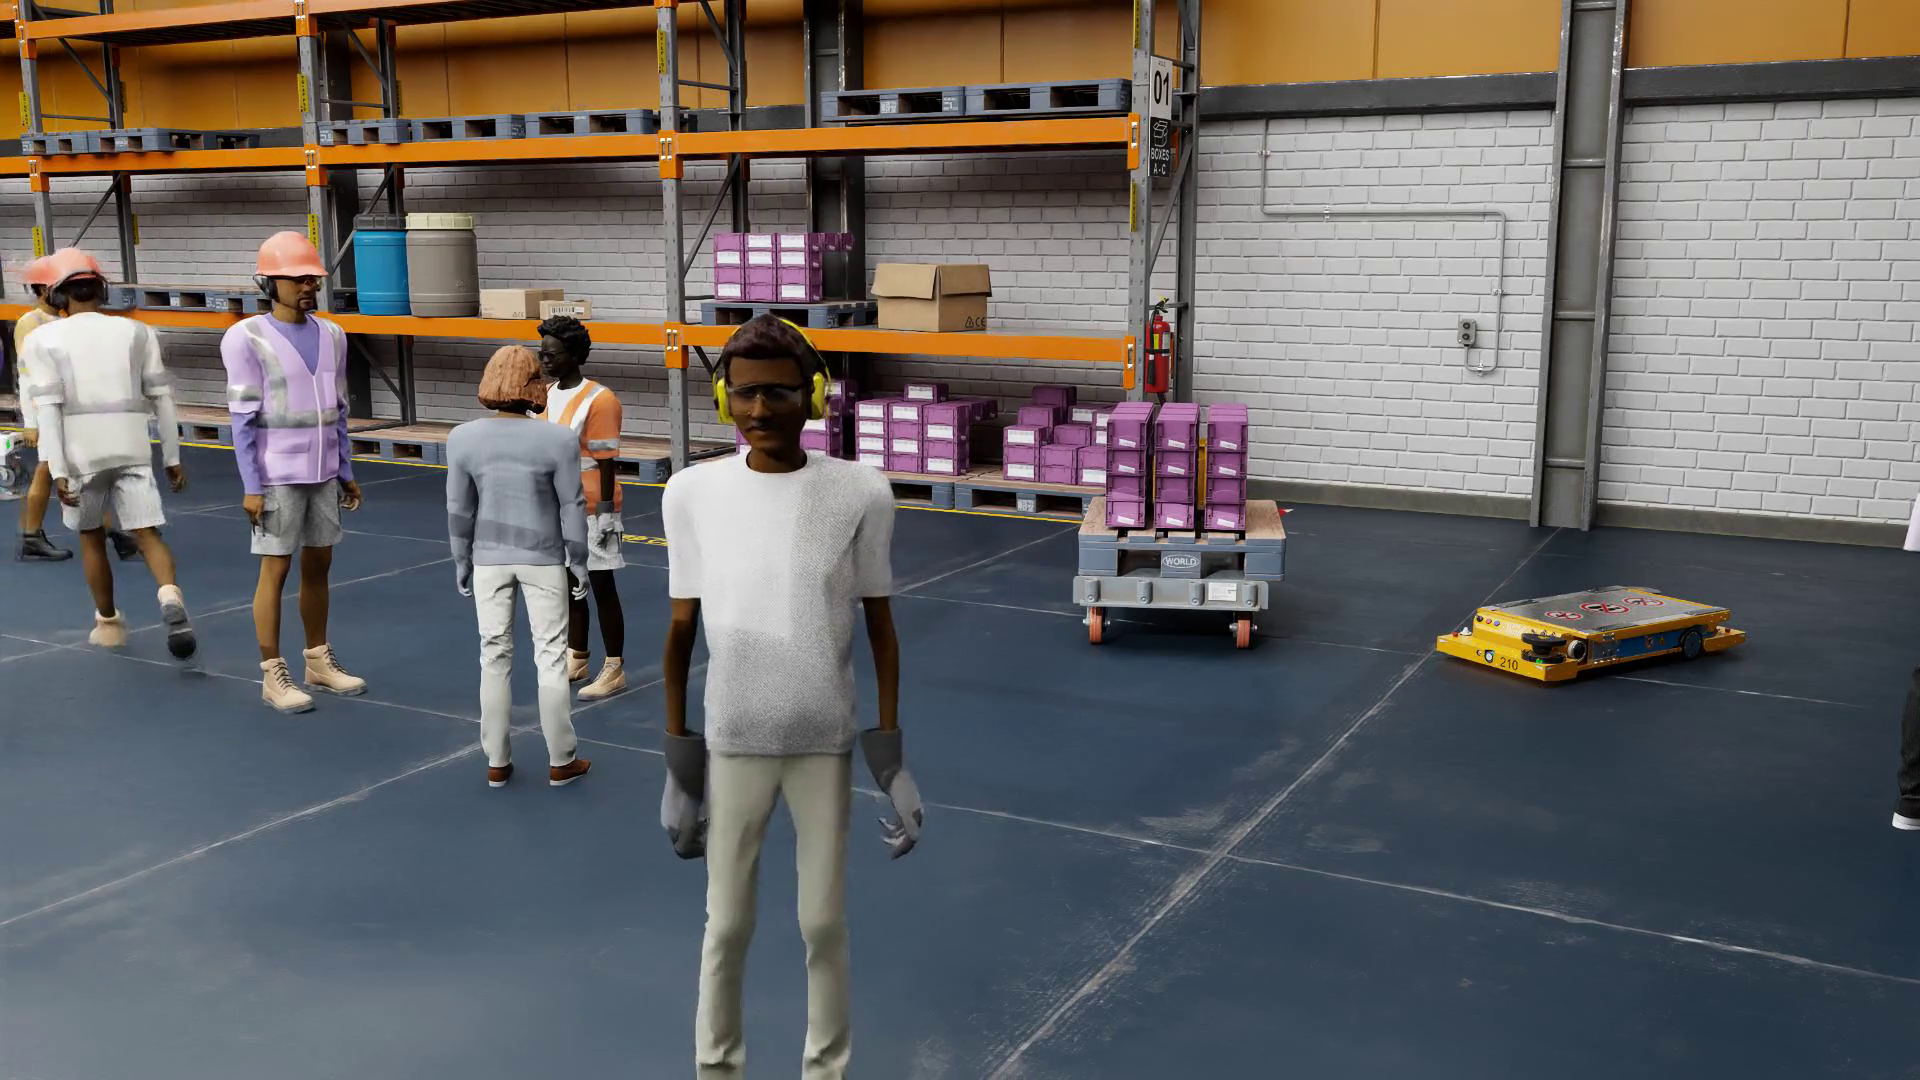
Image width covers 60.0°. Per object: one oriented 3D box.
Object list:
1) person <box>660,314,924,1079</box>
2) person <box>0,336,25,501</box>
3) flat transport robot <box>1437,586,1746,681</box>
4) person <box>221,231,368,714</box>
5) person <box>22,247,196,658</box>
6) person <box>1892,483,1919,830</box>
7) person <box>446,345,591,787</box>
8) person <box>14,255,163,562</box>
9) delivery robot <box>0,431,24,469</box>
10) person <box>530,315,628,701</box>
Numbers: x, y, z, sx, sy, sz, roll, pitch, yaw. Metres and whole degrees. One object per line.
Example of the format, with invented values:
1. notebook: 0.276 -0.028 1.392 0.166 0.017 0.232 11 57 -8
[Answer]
1. person: -0.372 0.453 3.570 0.550 1.869 0.324 -1 10 -5
2. person: -7.510 -1.212 12.749 0.390 1.846 0.565 -8 13 -36
3. flat transport robot: 3.069 0.432 8.056 1.431 0.197 0.652 -6 12 -30
4. person: -2.837 -0.294 7.174 0.394 2.044 0.609 5 12 27
5. person: -4.002 -0.388 7.883 0.635 1.991 0.968 -9 14 -40
6. person: 3.330 0.085 5.442 0.382 1.918 0.597 1 10 7
7. person: -1.615 0.103 6.125 0.507 1.632 0.264 0 10 1
8. person: -5.464 -0.796 10.321 0.930 1.896 0.569 -2 10 -9
9. delivery robot: -8.040 -0.758 13.546 0.707 0.478 0.477 -2 11 -9
10. person: -1.685 -0.141 7.312 0.530 1.689 0.321 7 12 34
